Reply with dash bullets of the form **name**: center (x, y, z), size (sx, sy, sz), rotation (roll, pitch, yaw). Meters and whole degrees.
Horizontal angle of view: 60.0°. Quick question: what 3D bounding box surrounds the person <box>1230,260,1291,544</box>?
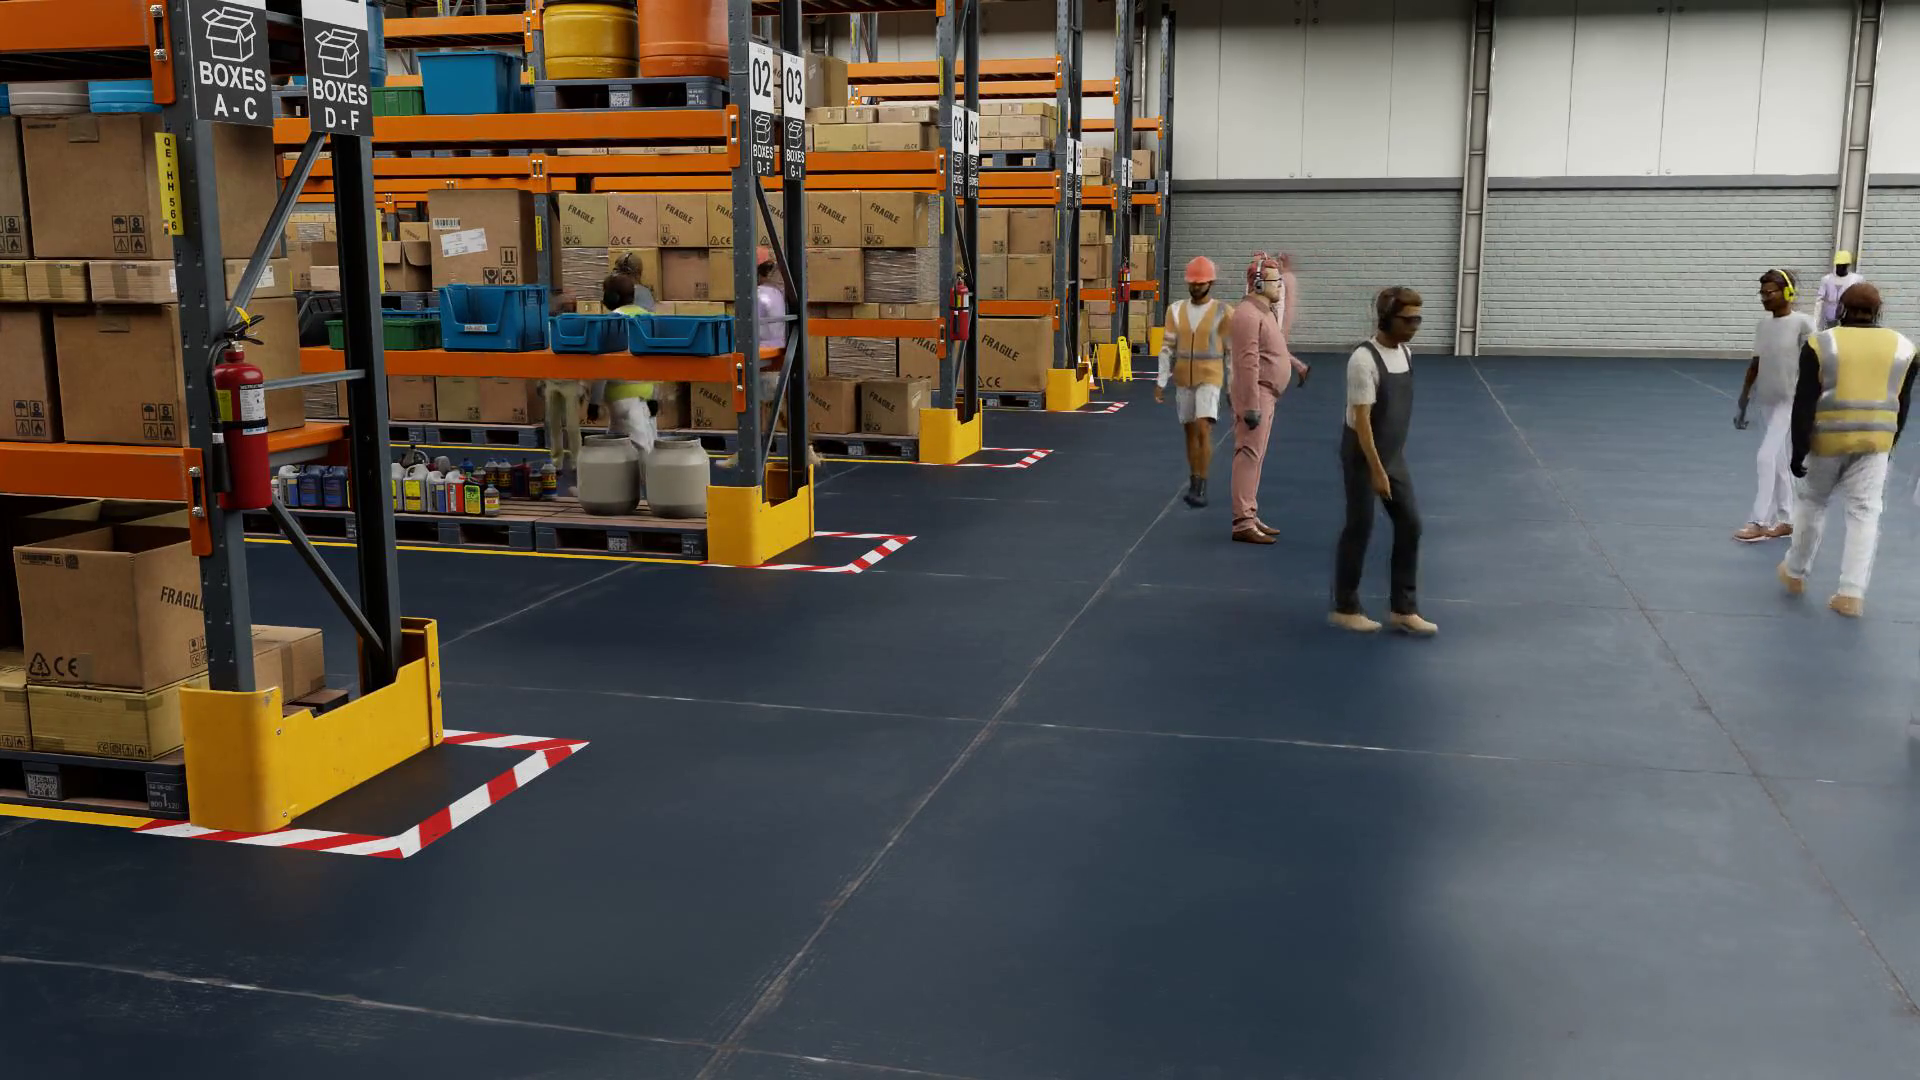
- **person**: center (2.040, -0.940, 11.314), size (0.405, 1.911, 0.636), rotation (3, 11, 17)

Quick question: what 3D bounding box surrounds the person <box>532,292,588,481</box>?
- **person**: center (-3.422, -1.300, 14.137), size (0.655, 1.605, 0.379), rotation (4, 11, 20)

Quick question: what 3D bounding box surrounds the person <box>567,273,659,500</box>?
- **person**: center (-2.565, -1.076, 12.383), size (0.944, 1.789, 0.650), rotation (3, 11, 18)

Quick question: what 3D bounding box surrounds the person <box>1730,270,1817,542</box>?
- **person**: center (5.458, -0.897, 11.272), size (0.791, 1.834, 0.534), rotation (-3, 11, -16)

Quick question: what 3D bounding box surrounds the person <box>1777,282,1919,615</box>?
- **person**: center (4.952, -0.530, 9.343), size (0.631, 1.799, 0.928), rotation (2, 10, 13)

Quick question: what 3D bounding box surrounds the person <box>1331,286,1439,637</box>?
- **person**: center (2.183, -0.380, 8.491), size (0.532, 1.812, 0.706), rotation (-8, 13, -39)

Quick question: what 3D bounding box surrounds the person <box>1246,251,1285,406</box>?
- **person**: center (3.699, -2.599, 20.510), size (0.402, 1.906, 0.651), rotation (-5, 12, -27)

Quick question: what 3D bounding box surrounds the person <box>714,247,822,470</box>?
- **person**: center (-1.663, -1.559, 14.544), size (1.038, 1.997, 0.615), rotation (2, 10, 12)

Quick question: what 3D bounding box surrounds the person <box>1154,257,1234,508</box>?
- **person**: center (1.793, -1.206, 12.780), size (0.558, 1.905, 0.785), rotation (5, 12, 28)

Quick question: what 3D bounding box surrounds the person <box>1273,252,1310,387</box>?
- **person**: center (4.422, -2.984, 22.697), size (0.687, 1.882, 0.654), rotation (4, 11, 20)

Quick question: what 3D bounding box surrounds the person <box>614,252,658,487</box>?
- **person**: center (-2.706, -1.403, 13.796), size (0.373, 1.940, 0.630), rotation (0, 10, 2)

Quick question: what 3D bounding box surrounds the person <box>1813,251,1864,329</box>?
- **person**: center (12.779, -3.251, 24.214), size (1.046, 1.865, 0.600), rotation (-9, 14, -42)
